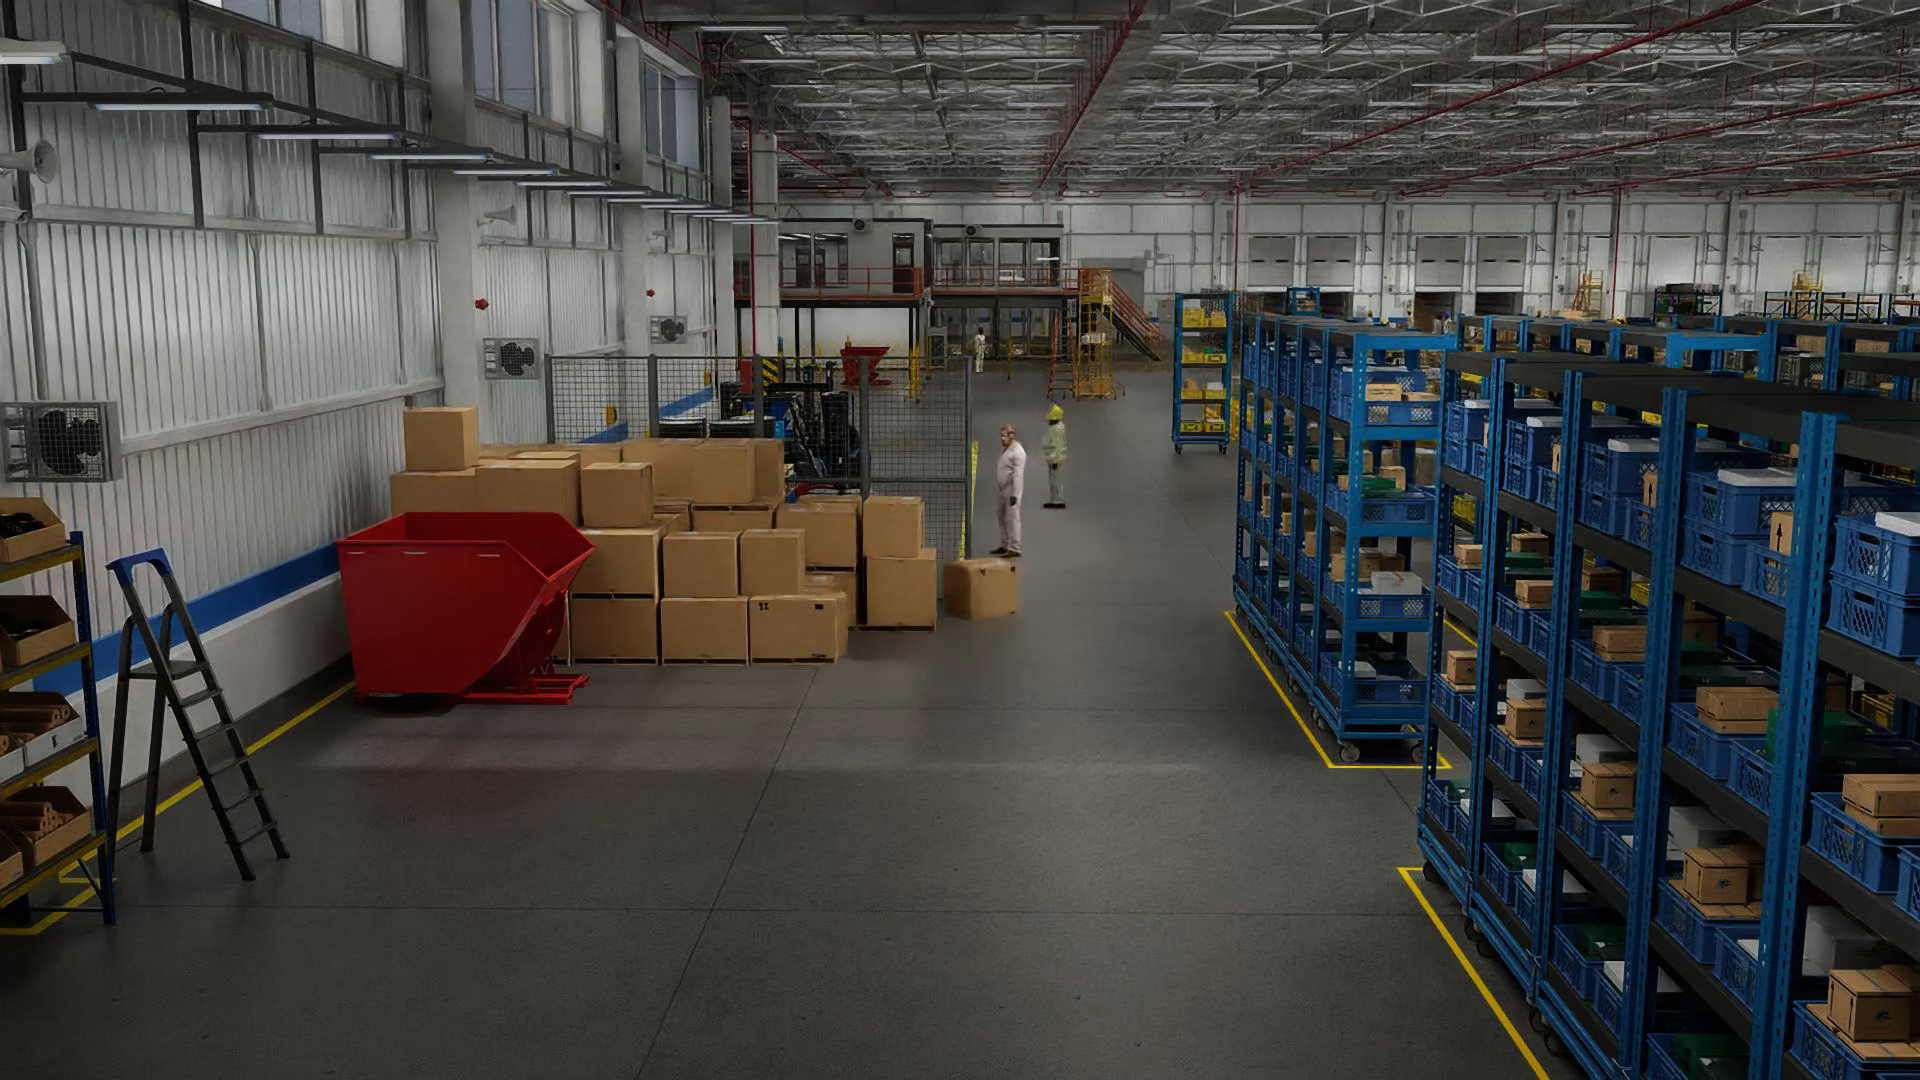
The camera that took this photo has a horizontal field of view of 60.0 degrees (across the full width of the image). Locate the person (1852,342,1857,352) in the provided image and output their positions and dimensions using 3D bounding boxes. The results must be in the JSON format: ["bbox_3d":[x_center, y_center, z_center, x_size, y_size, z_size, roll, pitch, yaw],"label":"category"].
[{"bbox_3d":[32.269,-6.618,60.285,0.357,1.937,0.550,6,11,32],"label":"person"}]

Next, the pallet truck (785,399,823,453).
[{"bbox_3d":[-3.814,-2.432,36.419,1.630,1.274,0.653,0,9,1],"label":"pallet truck"}]

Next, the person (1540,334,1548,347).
[{"bbox_3d":[25.136,-8.349,71.494,0.326,1.767,0.533,8,12,42],"label":"person"}]

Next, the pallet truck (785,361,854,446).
[{"bbox_3d":[-3.410,-3.193,38.978,1.885,1.965,0.823,0,9,-1],"label":"pallet truck"}]

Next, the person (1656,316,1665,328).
[{"bbox_3d":[33.927,-9.875,80.507,0.631,1.907,0.821,-5,11,-30],"label":"person"}]

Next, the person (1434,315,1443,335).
[{"bbox_3d":[25.005,-10.818,86.637,1.007,1.783,0.637,-2,9,-9],"label":"person"}]

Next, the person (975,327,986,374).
[{"bbox_3d":[0.811,-7.497,65.881,0.355,1.882,0.576,6,11,34],"label":"person"}]

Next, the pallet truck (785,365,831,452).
[{"bbox_3d":[-3.774,-2.976,37.635,1.885,1.965,0.823,1,9,5],"label":"pallet truck"}]

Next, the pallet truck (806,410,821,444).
[{"bbox_3d":[-3.559,-2.018,33.905,1.522,1.261,0.704,0,9,-1],"label":"pallet truck"}]

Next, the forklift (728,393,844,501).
[{"bbox_3d":[-2.979,-1.316,26.476,2.680,1.987,1.157,0,9,1],"label":"forklift"}]

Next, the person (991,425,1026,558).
[{"bbox_3d":[0.698,-0.699,23.915,0.409,1.900,0.650,-3,10,-20],"label":"person"}]

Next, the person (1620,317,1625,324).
[{"bbox_3d":[30.906,-9.434,77.727,0.585,1.918,0.395,6,11,32],"label":"person"}]

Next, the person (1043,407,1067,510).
[{"bbox_3d":[1.632,-1.409,28.641,0.420,1.790,0.640,-1,9,-4],"label":"person"}]

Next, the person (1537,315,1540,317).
[{"bbox_3d":[31.370,-11.354,90.237,0.322,1.696,0.536,4,10,24],"label":"person"}]

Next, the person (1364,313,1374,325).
[{"bbox_3d":[21.546,-10.951,87.115,0.970,1.897,0.652,-3,10,-20],"label":"person"}]

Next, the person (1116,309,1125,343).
[{"bbox_3d":[9.131,-12.168,94.516,0.543,1.939,0.361,0,9,1],"label":"person"}]

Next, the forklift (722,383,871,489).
[{"bbox_3d":[-2.893,-1.687,28.729,2.680,1.987,1.157,0,9,-1],"label":"forklift"}]

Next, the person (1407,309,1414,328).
[{"bbox_3d":[25.605,-12.188,94.715,0.399,1.918,0.589,7,12,37],"label":"person"}]

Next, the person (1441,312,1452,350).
[{"bbox_3d":[25.138,-10.769,85.858,0.388,1.947,0.610,-2,10,-14],"label":"person"}]

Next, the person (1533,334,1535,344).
[{"bbox_3d":[23.283,-7.935,68.285,0.613,1.975,0.521,9,13,43],"label":"person"}]

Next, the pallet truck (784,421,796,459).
[{"bbox_3d":[-4.013,-1.793,32.705,1.601,1.201,0.680,0,9,1],"label":"pallet truck"}]

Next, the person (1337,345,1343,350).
[{"bbox_3d":[12.990,-6.115,56.997,1.010,2.009,0.620,7,12,38],"label":"person"}]

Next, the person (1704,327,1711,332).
[{"bbox_3d":[31.718,-8.265,70.714,0.513,1.850,0.559,-7,11,-35],"label":"person"}]

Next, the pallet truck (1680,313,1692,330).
[{"bbox_3d":[36.315,-10.531,84.244,0.823,1.965,1.885,-6,11,-33],"label":"pallet truck"}]
